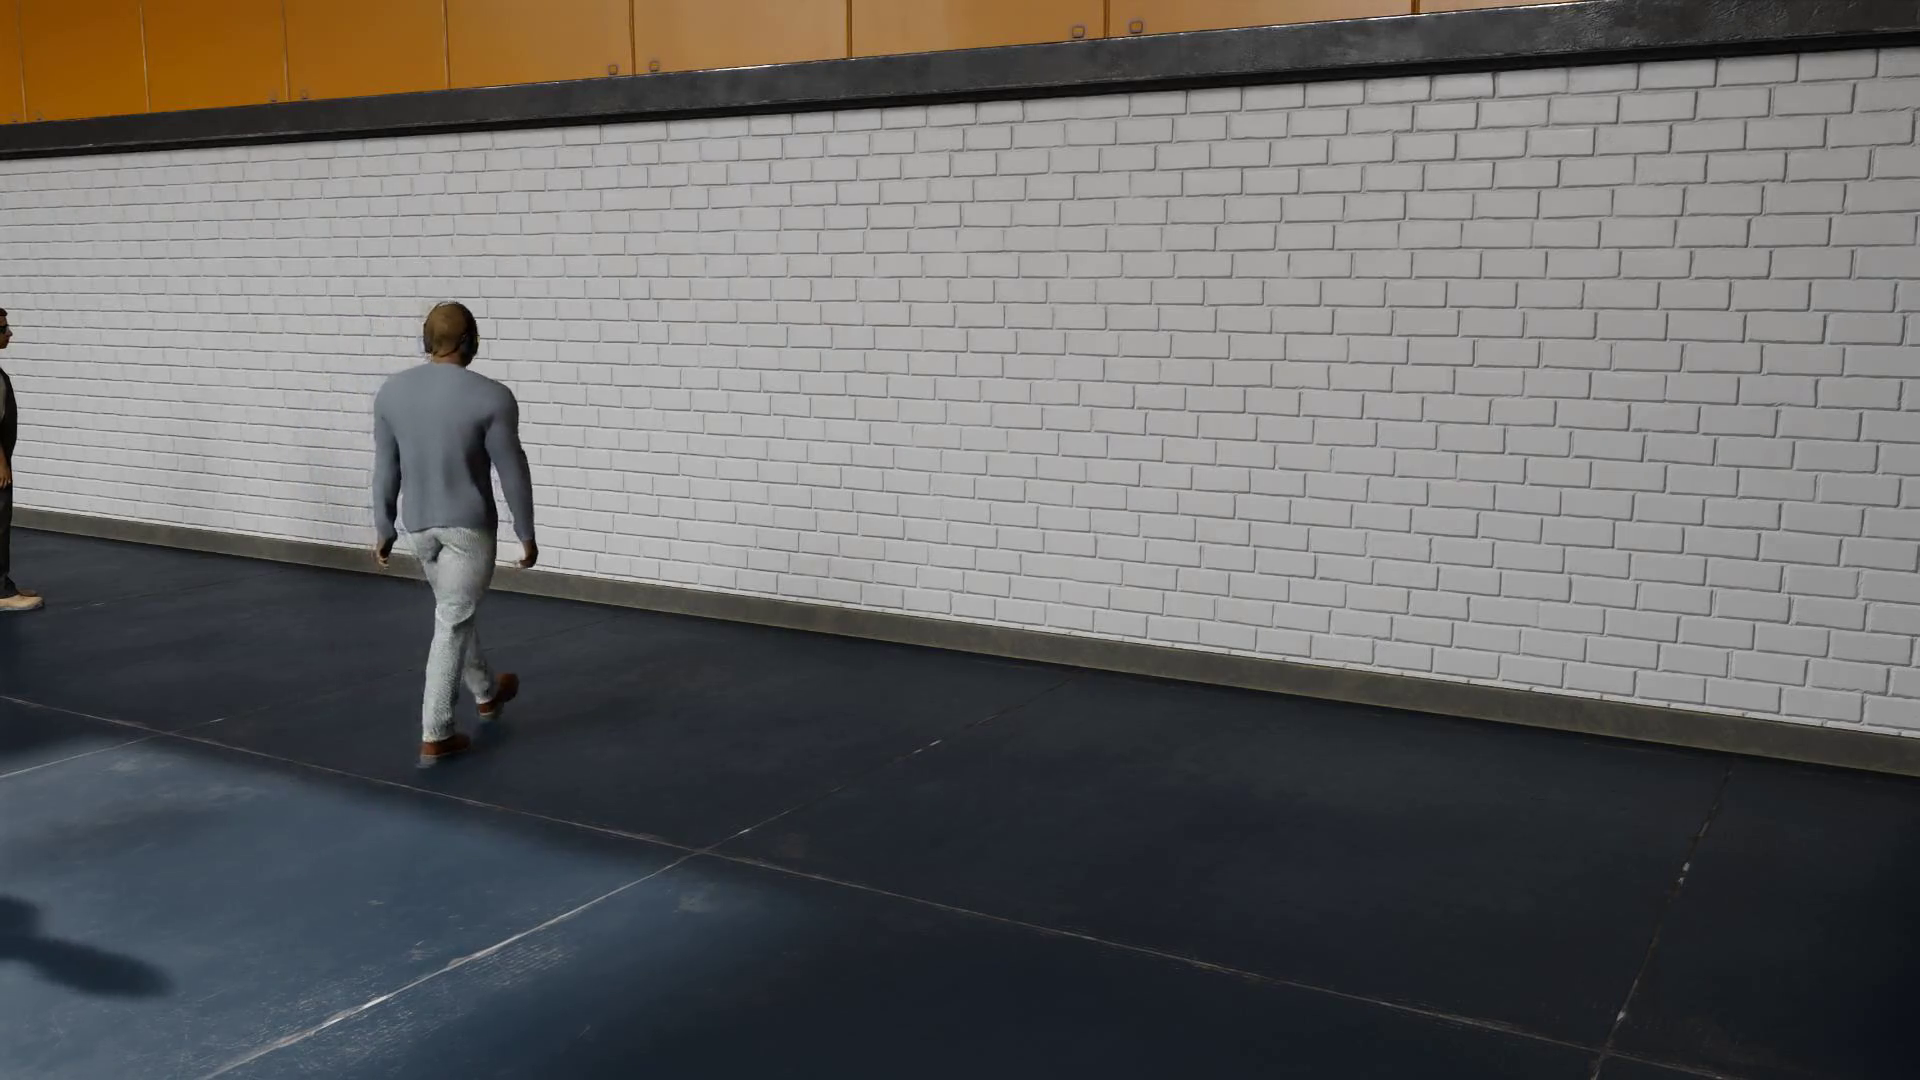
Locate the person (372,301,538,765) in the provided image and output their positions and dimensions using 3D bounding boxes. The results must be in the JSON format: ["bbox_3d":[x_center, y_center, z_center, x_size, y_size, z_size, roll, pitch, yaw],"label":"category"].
[{"bbox_3d":[-2.090,-0.062,7.130,0.657,1.897,0.977,3,10,17],"label":"person"}]

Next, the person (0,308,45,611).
[{"bbox_3d":[-5.798,-0.494,10.010,0.340,1.845,0.512,-6,11,-34],"label":"person"}]
